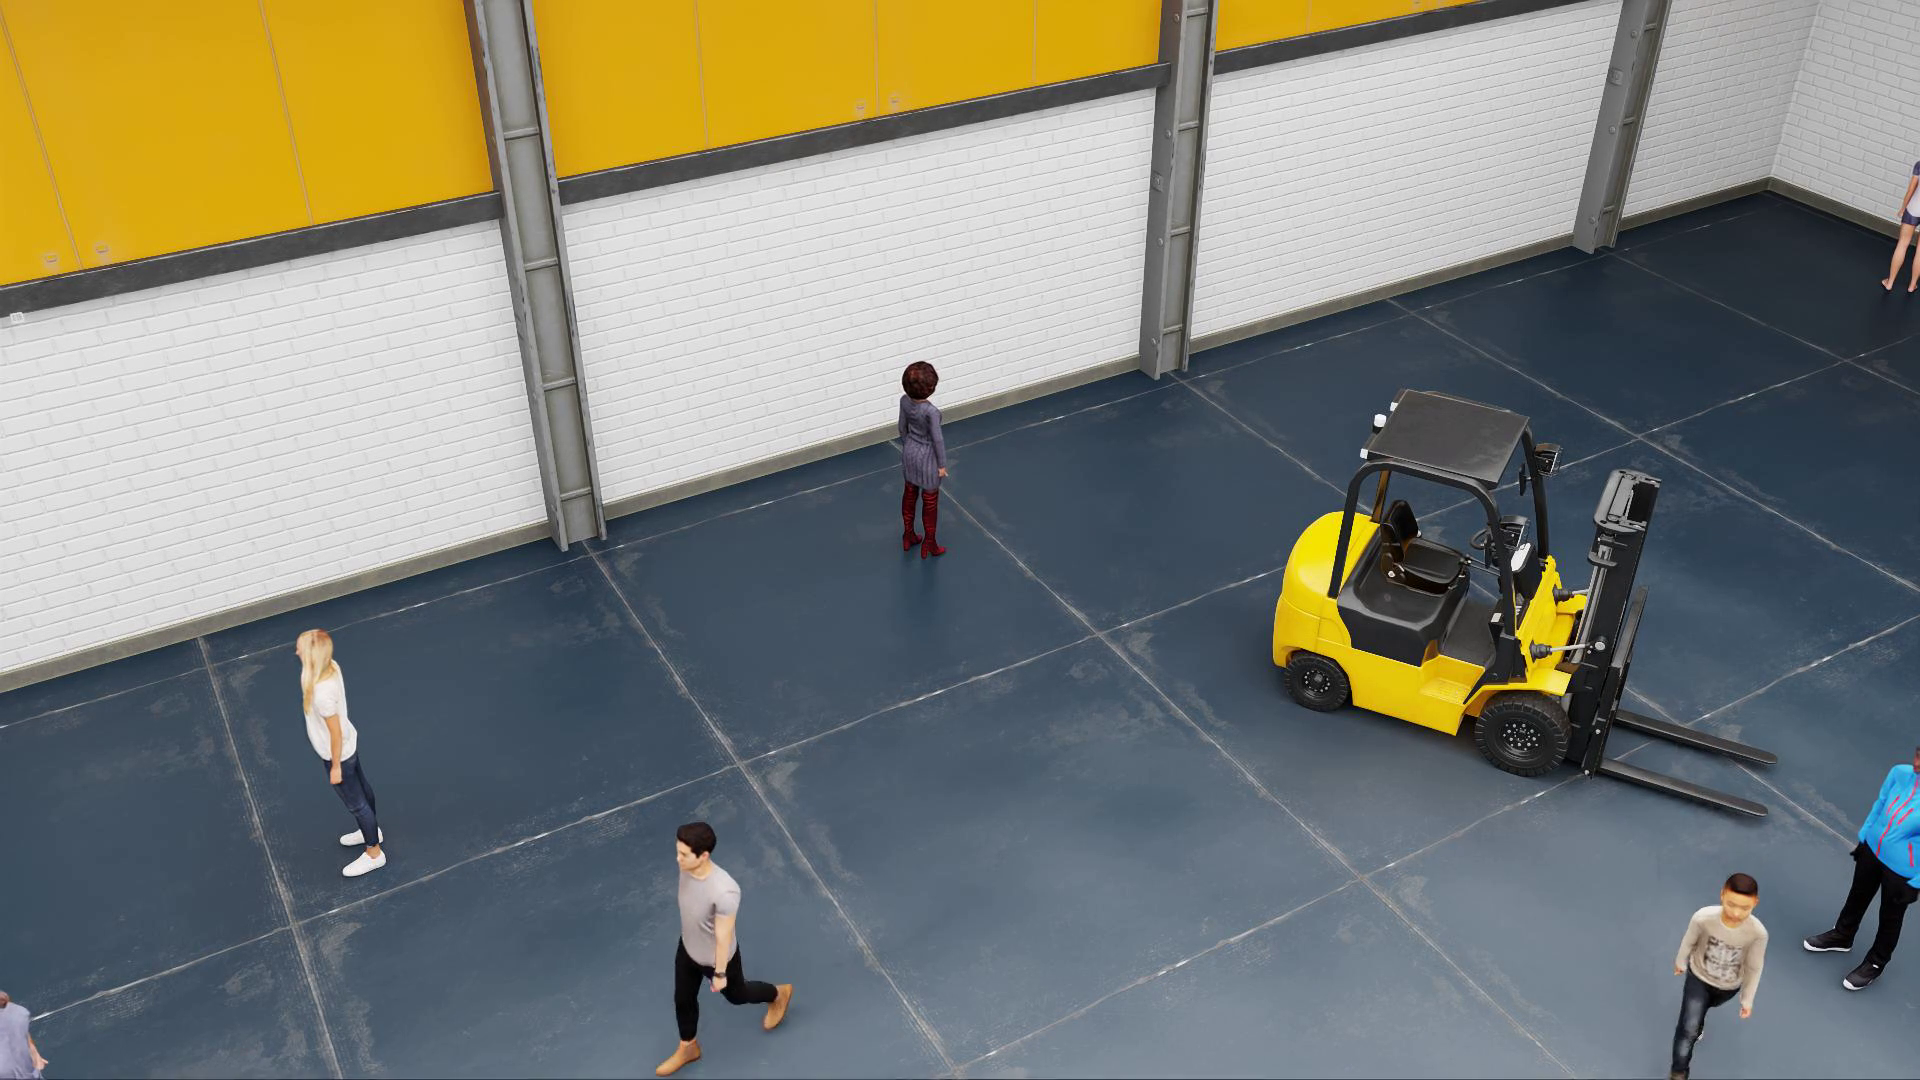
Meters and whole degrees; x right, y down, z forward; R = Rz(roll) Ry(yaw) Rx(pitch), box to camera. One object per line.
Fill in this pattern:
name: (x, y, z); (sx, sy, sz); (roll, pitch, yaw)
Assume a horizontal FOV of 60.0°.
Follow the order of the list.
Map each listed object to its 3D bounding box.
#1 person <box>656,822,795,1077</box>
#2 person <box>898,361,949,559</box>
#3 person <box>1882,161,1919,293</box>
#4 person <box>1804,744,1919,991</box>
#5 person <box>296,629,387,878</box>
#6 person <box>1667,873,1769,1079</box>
person: (-1.284, 2.184, 9.063); (0.805, 1.694, 1.165); (28, 43, 35)
person: (-0.311, -0.643, 13.302); (0.649, 1.710, 0.606); (27, 42, 35)
person: (10.140, -3.449, 17.503); (0.687, 1.733, 0.731); (12, 35, 17)
person: (5.362, 1.819, 9.522); (0.593, 1.793, 0.647); (-11, 35, -16)
person: (-3.832, 1.291, 10.302); (0.558, 1.809, 0.626); (-11, 35, -16)
person: (4.124, 2.329, 9.079); (0.975, 1.435, 1.052); (10, 35, 14)
